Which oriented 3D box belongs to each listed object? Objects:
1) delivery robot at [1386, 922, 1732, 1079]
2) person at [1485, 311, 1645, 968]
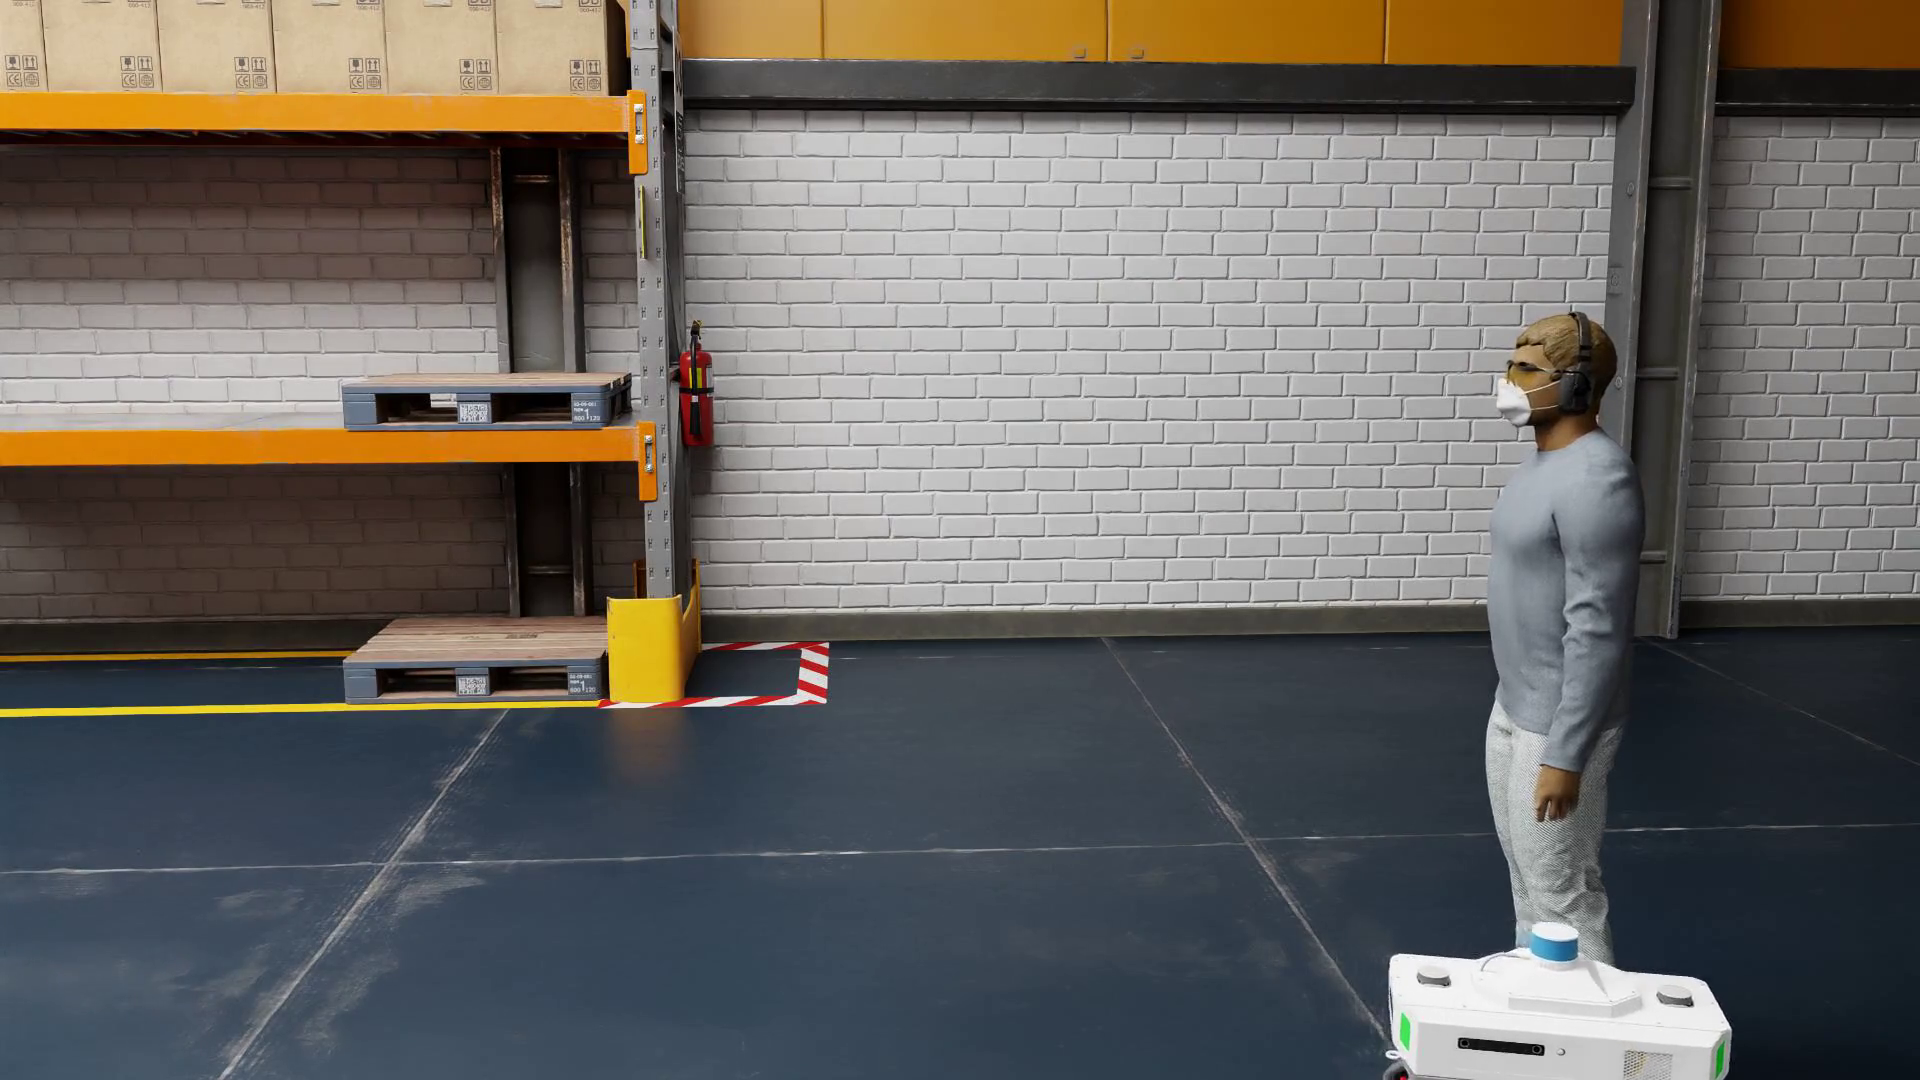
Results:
[{"bbox_3d":[1.329,1.109,3.754,0.707,0.478,0.477,2,9,12],"label":"delivery robot"},{"bbox_3d":[1.395,0.434,3.956,0.372,1.940,0.630,1,9,6],"label":"person"}]
